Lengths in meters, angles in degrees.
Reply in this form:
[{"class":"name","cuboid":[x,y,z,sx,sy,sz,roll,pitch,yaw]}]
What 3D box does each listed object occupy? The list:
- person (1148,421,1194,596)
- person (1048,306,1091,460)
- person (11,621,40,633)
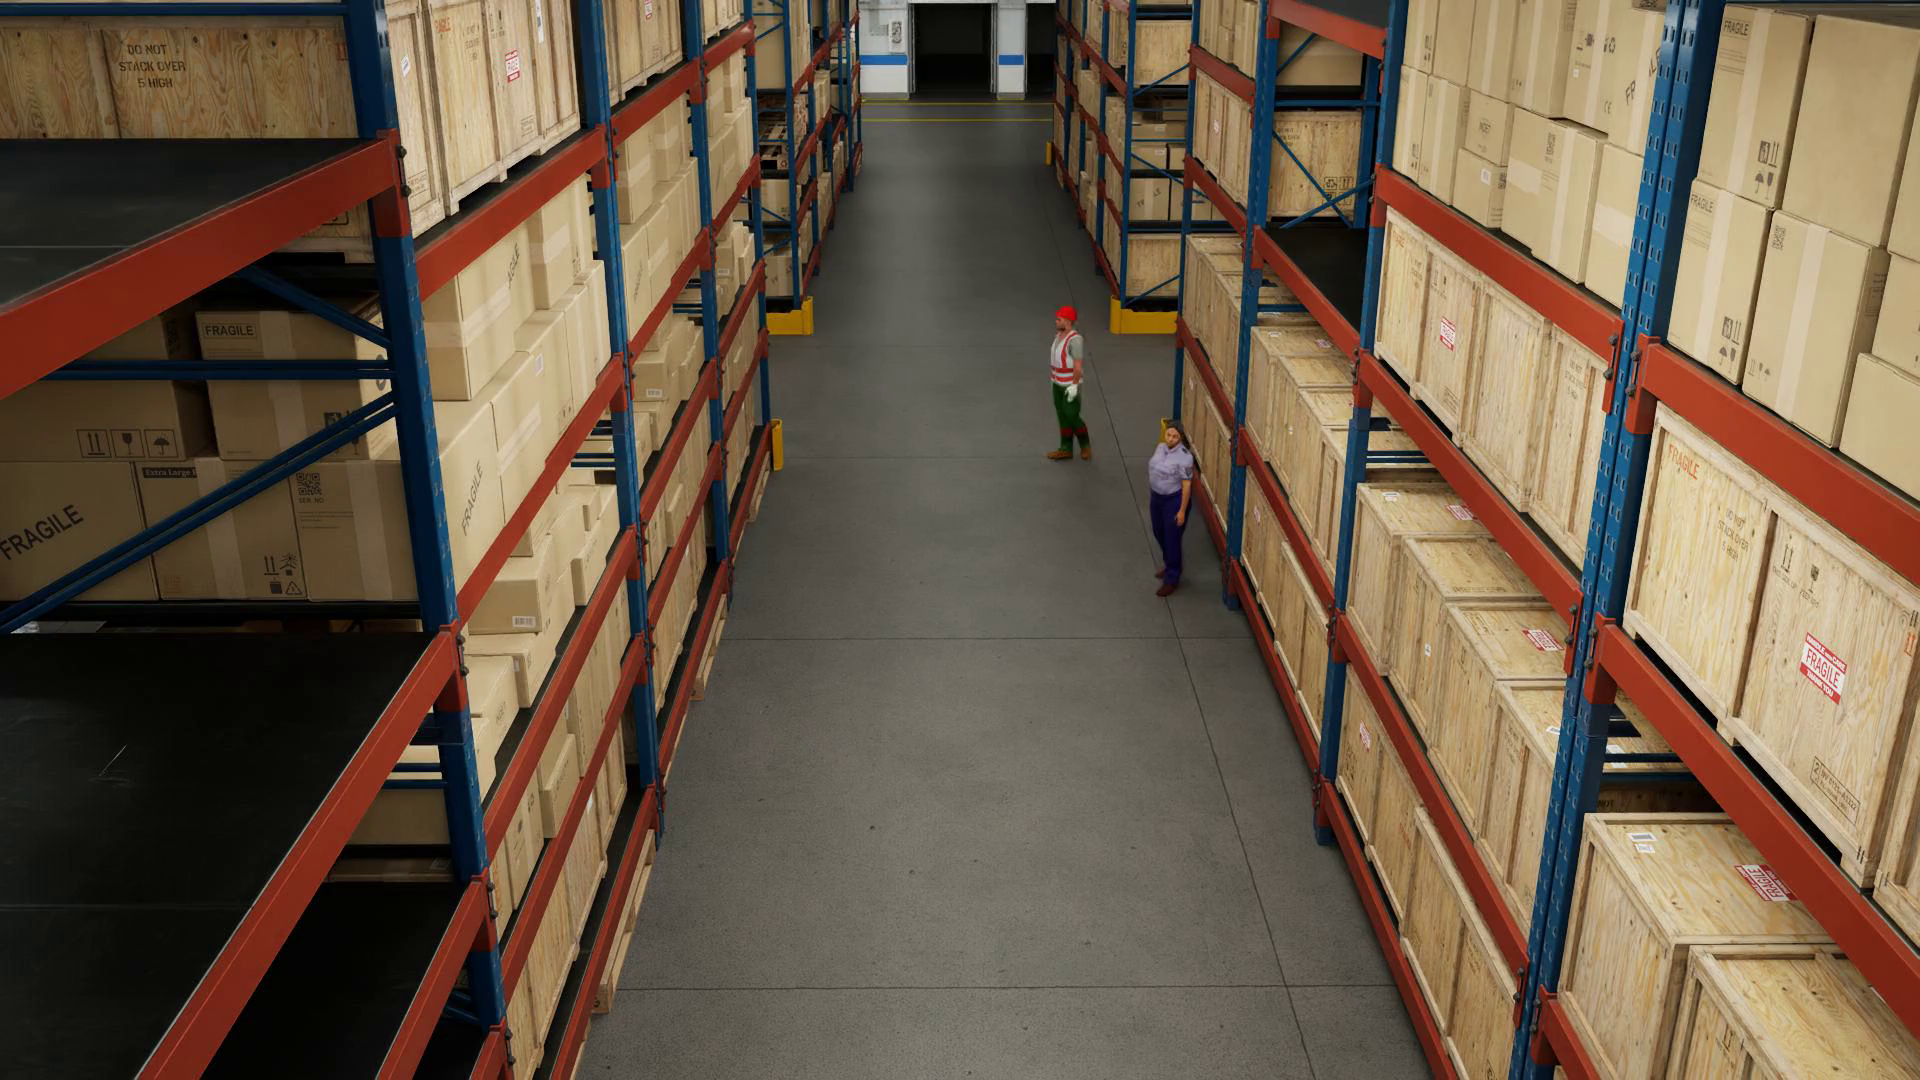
[{"class":"person","cuboid":[1.971,-0.327,15.536,0.511,1.684,0.507,-12,25,-28]},{"class":"person","cuboid":[1.283,-1.797,19.018,0.522,1.792,0.557,-11,24,-26]},{"class":"person","cuboid":[-7.120,0.840,12.494,0.465,1.684,0.375,-6,22,-16]}]
